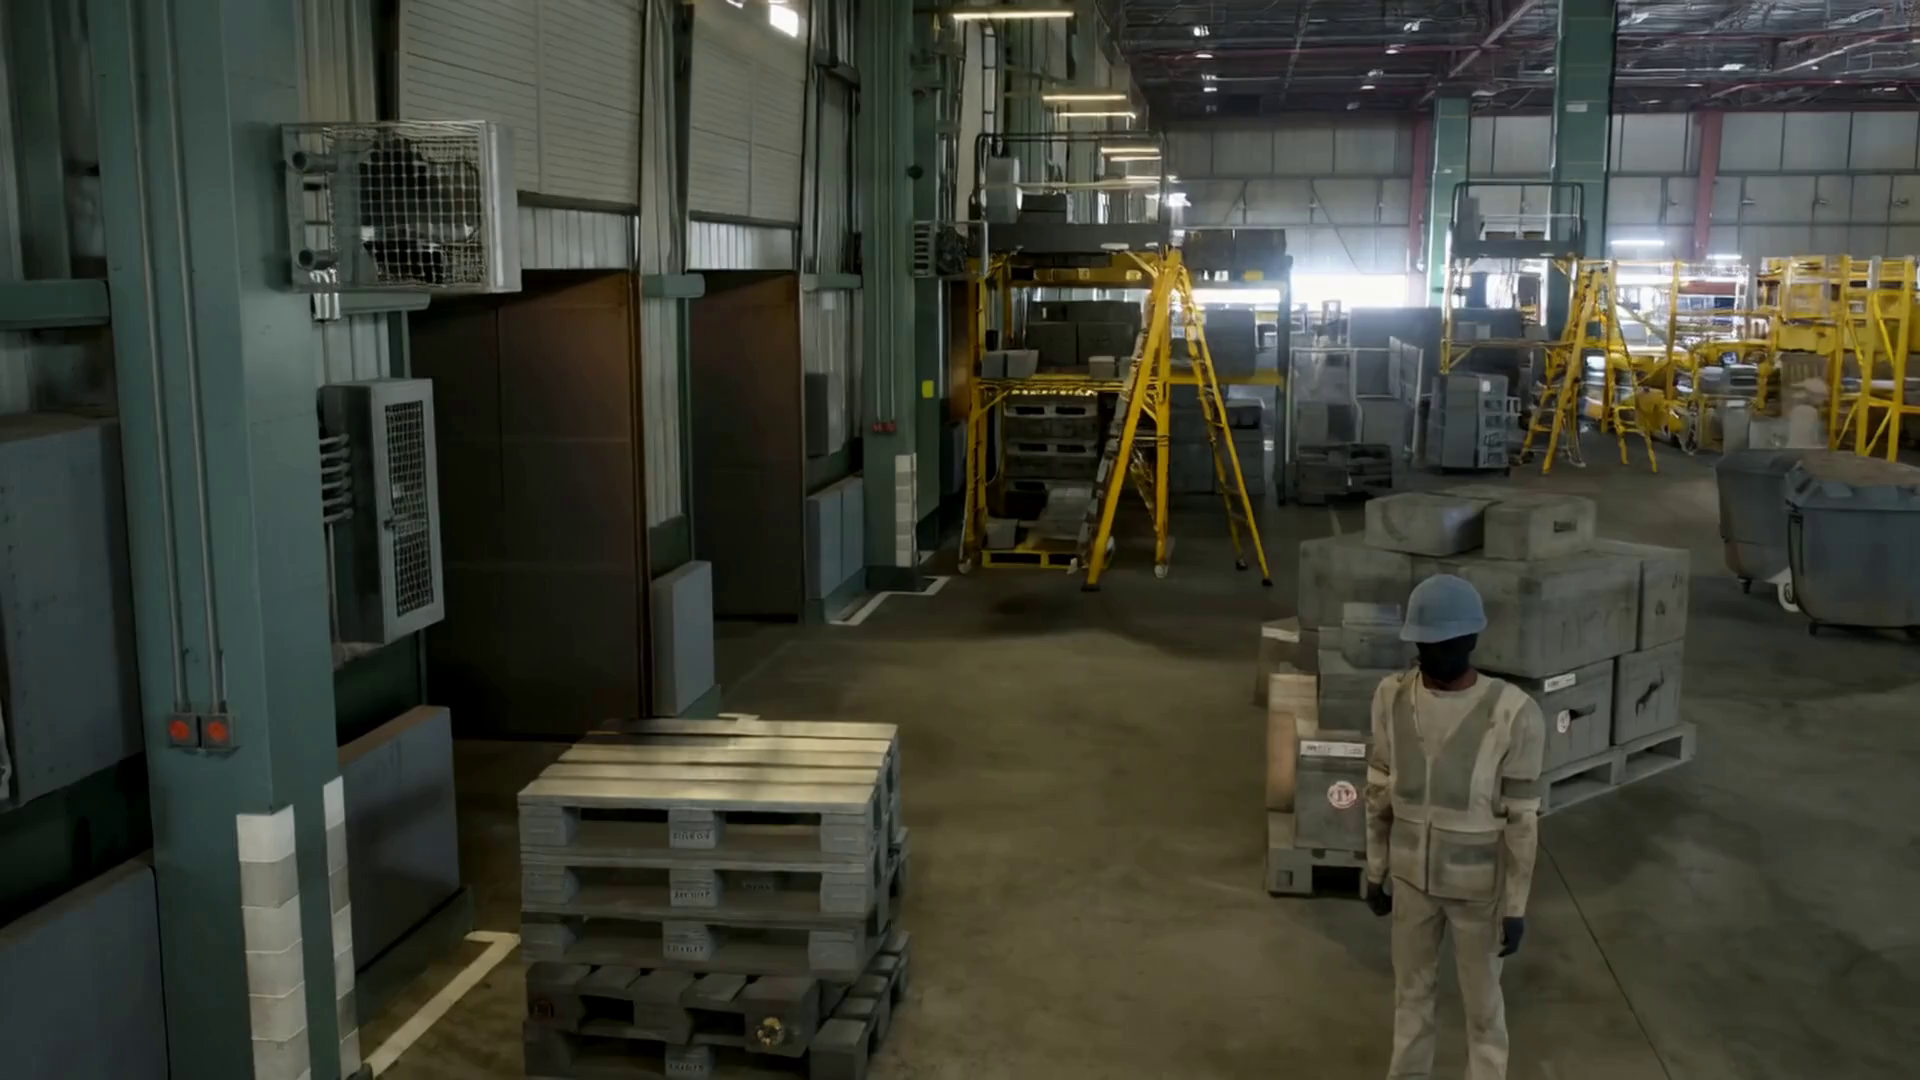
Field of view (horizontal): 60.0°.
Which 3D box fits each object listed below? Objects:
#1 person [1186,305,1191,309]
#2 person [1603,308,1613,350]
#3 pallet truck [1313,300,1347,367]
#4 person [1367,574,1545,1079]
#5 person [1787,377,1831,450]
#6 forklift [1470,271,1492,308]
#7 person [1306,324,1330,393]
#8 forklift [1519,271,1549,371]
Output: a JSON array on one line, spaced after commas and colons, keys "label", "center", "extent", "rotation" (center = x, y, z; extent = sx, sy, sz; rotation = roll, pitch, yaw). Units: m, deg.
[{"label": "person", "center": [6.120, -5.309, 44.456], "extent": [0.392, 1.928, 0.544], "rotation": [5, 11, 29]}, {"label": "person", "center": [16.833, -5.146, 43.564], "extent": [0.653, 1.883, 1.006], "rotation": [5, 11, 30]}, {"label": "pallet truck", "center": [11.159, -6.200, 49.718], "extent": [0.823, 1.965, 1.885], "rotation": [4, 10, 26]}, {"label": "person", "center": [1.525, 1.051, 5.246], "extent": [0.584, 1.921, 0.394], "rotation": [9, 13, 44]}, {"label": "person", "center": [8.941, -0.842, 17.467], "extent": [0.807, 1.730, 0.539], "rotation": [0, 9, -1]}, {"label": "forklift", "center": [12.959, -5.334, 41.665], "extent": [1.873, 2.768, 1.129], "rotation": [1, 9, 9]}, {"label": "person", "center": [8.296, -4.207, 38.589], "extent": [0.546, 1.603, 0.790], "rotation": [5, 10, 28]}, {"label": "forklift", "center": [16.599, -6.031, 45.960], "extent": [1.873, 2.768, 1.129], "rotation": [-3, 10, -17]}]
